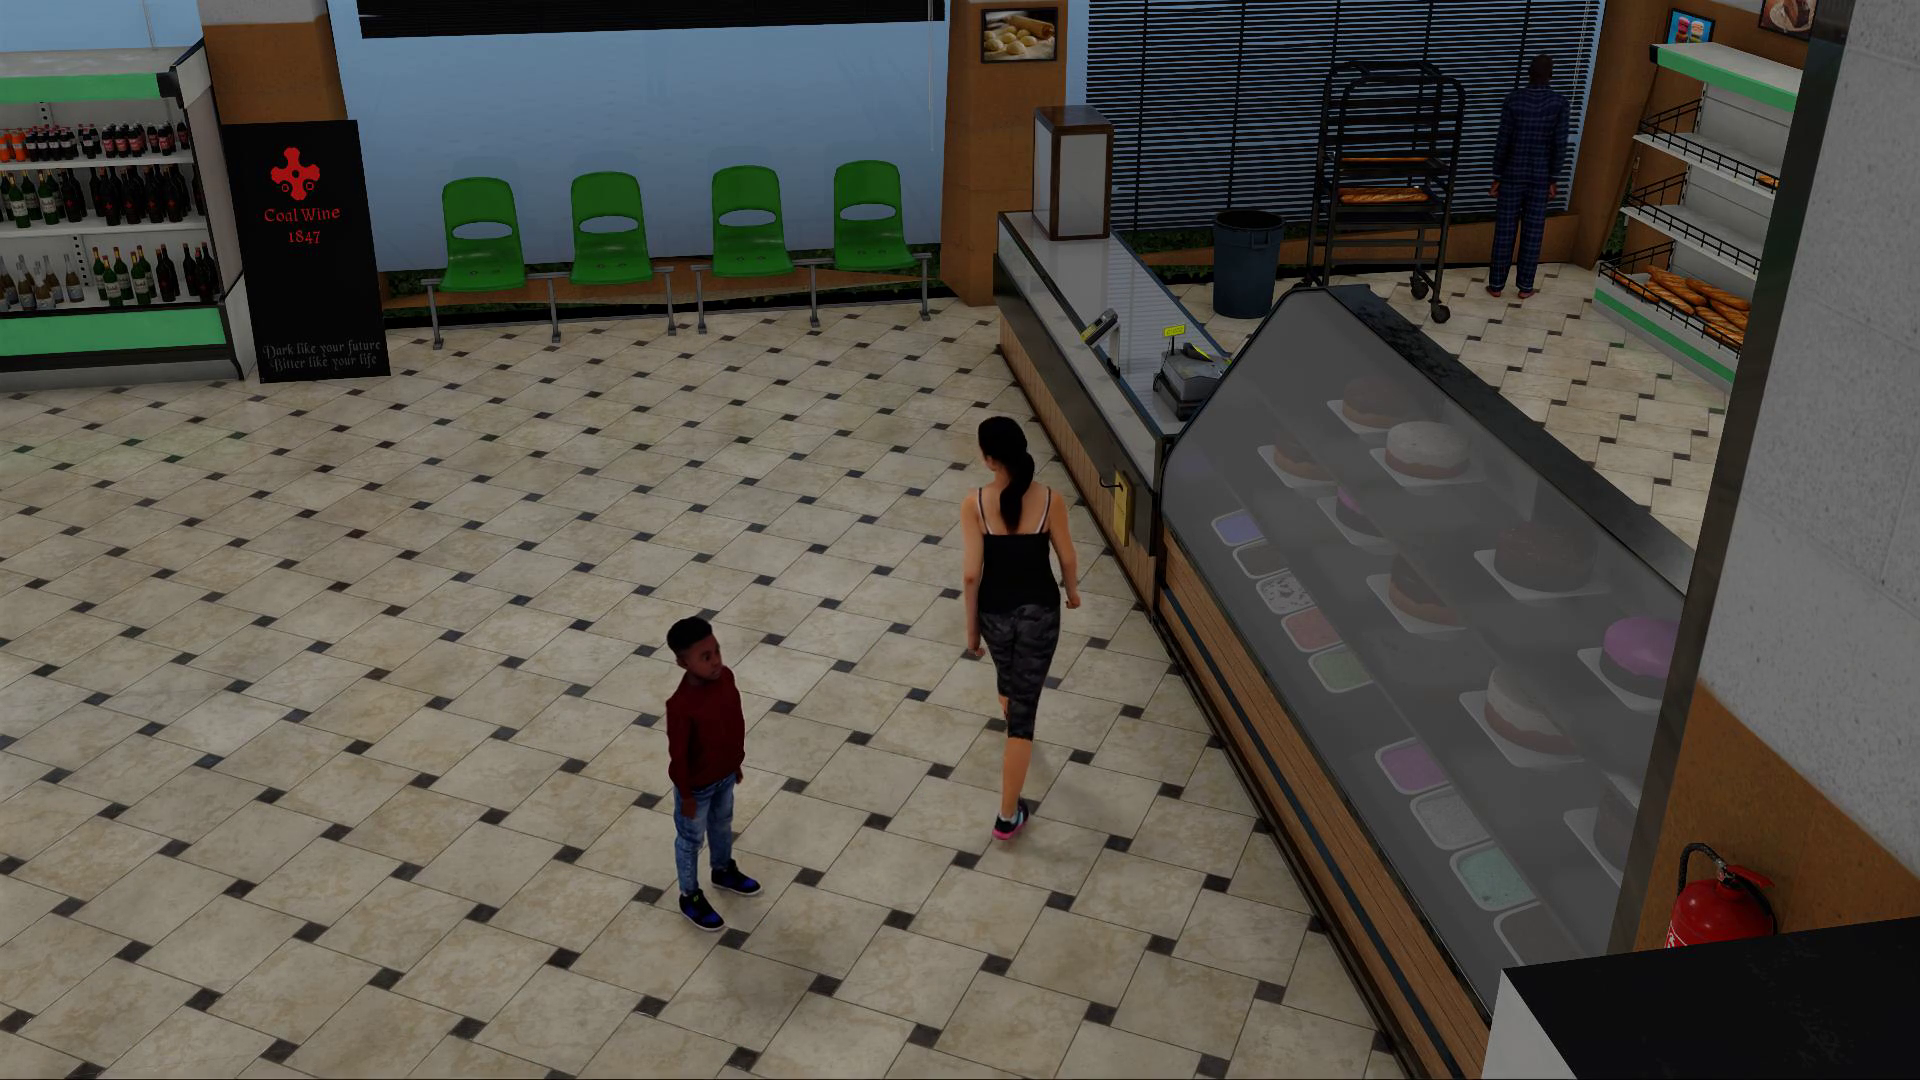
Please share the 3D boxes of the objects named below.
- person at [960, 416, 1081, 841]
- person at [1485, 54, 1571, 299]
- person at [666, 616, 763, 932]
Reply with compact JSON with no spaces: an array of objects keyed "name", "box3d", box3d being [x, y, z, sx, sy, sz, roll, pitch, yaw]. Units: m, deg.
[{"name":"person","box3d":[0.216,0.386,6.522,1.120,1.684,0.914,5,27,10]},{"name":"person","box3d":[4.248,-2.727,12.506,0.701,1.824,0.821,8,28,16]},{"name":"person","box3d":[-0.945,0.833,6.116,0.628,1.253,0.577,15,30,27]}]
